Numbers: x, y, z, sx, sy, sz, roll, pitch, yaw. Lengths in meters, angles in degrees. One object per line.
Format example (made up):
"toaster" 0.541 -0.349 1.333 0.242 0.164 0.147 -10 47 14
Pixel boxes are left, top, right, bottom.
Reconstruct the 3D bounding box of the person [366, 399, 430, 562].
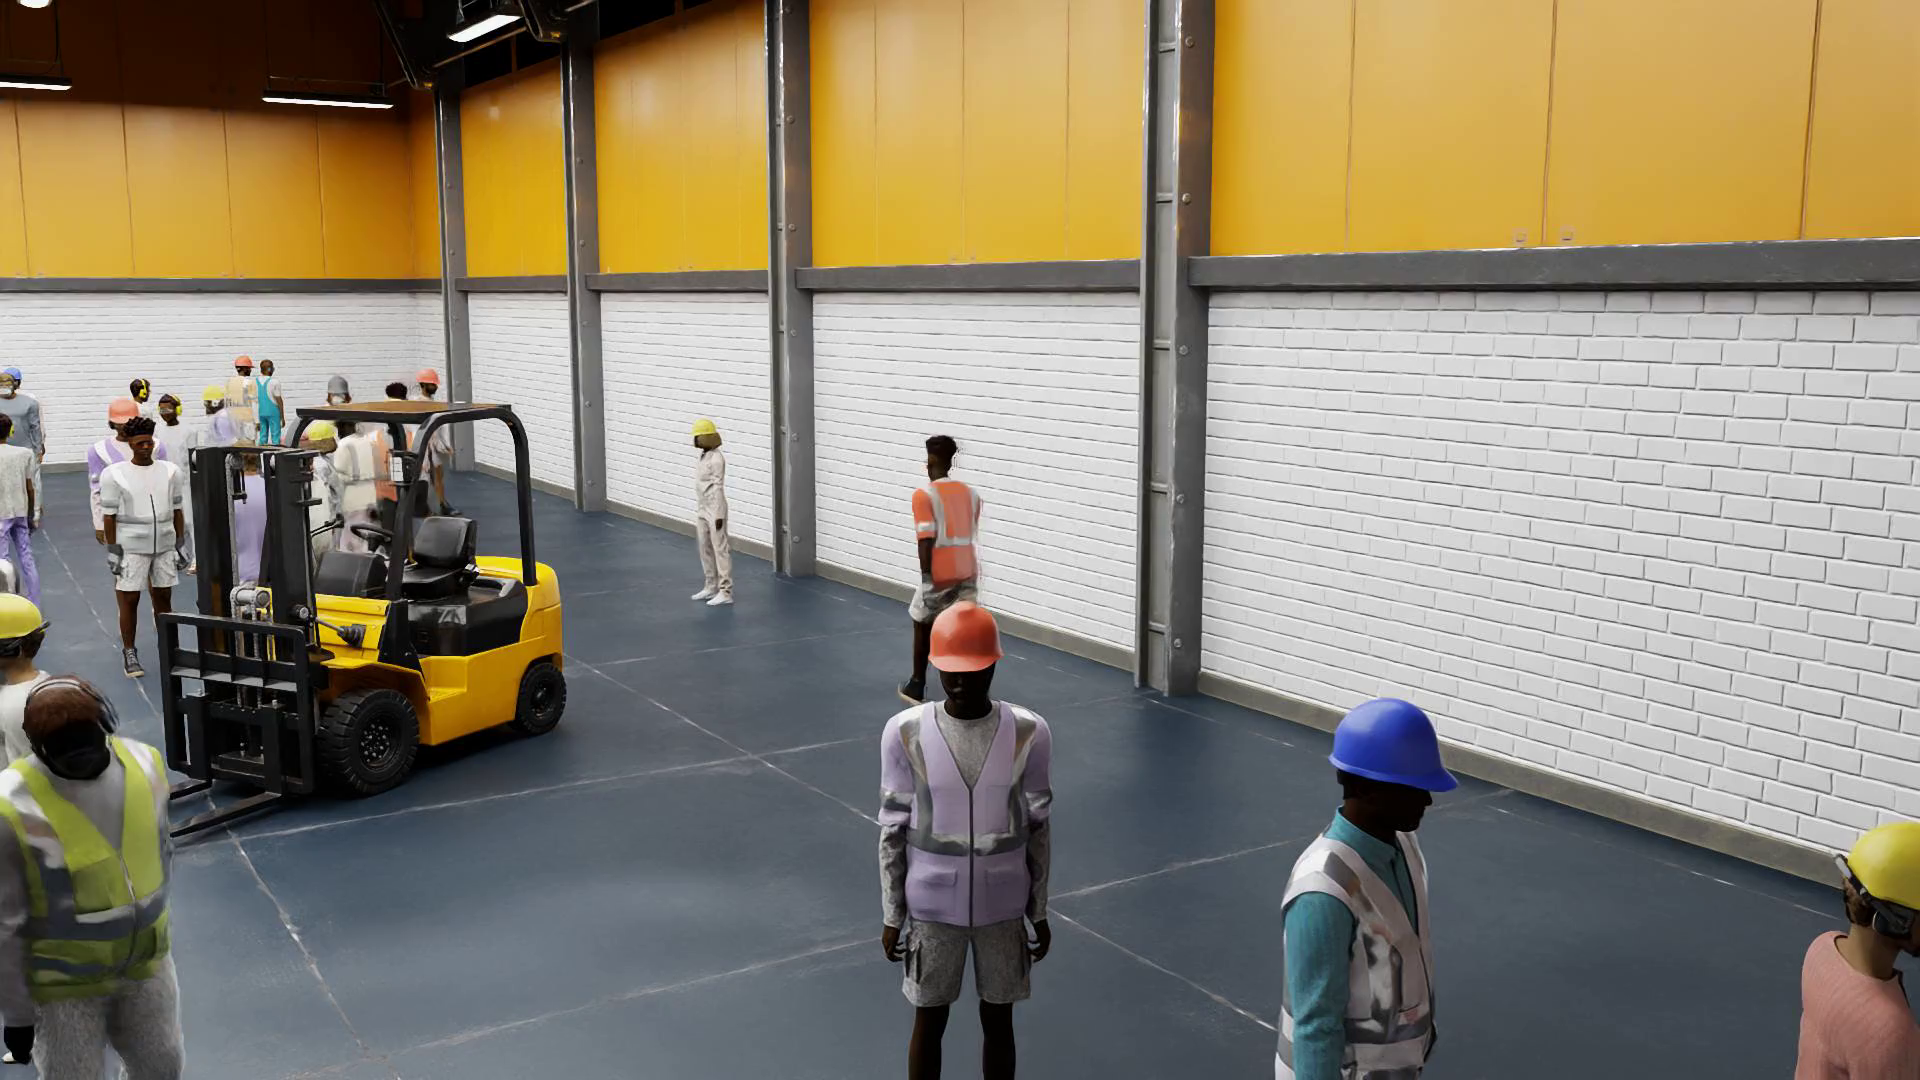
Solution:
"person" -5.397 -0.419 15.981 0.598 1.867 0.988 -4 9 -23

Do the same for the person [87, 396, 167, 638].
"person" -6.922 -0.188 13.923 0.612 2.030 0.403 -6 10 -36

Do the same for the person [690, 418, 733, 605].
"person" -2.320 -0.267 15.427 0.329 1.741 0.506 -5 10 -31

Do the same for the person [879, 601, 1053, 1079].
"person" 0.023 1.144 5.235 0.552 1.936 0.358 -1 8 -4

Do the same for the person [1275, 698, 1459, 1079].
"person" 0.969 1.325 4.038 0.411 1.939 0.601 5 10 31

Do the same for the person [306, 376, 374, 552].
"person" -6.832 -0.858 18.384 0.703 2.000 1.036 -3 9 -21

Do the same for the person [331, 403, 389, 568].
"person" -5.576 -0.342 15.516 0.881 1.872 0.615 1 9 7

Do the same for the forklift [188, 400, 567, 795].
"forklift" -3.529 0.258 10.348 1.214 2.155 2.313 4 9 25

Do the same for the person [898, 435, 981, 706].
"person" -0.114 0.239 11.398 0.633 1.906 0.937 -7 11 -39

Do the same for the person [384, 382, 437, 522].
"person" -6.146 -0.806 18.543 1.016 1.905 0.625 3 9 19

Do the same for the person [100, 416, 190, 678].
"person" -6.149 0.040 12.584 0.370 1.965 0.608 8 11 42

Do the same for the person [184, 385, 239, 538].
"person" -8.762 -0.902 19.476 0.838 1.795 0.628 -3 9 -22

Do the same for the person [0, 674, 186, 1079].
"person" -2.574 1.262 4.901 0.470 1.804 0.651 5 10 29

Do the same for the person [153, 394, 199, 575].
"person" -8.009 -0.564 17.022 0.511 1.862 0.324 1 8 6

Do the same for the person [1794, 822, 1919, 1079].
"person" 1.992 1.467 3.682 0.344 1.756 0.532 2 9 13

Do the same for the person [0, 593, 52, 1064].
"person" -3.526 1.074 6.288 0.312 1.769 0.522 -4 9 -23

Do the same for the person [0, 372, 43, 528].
"person" -11.542 -1.081 20.277 0.636 1.930 0.371 -4 9 -27

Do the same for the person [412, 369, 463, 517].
"person" -6.662 -1.220 21.237 0.810 1.909 0.553 1 8 4

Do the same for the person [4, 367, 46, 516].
"person" -12.085 -1.247 21.367 0.604 1.939 0.414 -6 10 -34

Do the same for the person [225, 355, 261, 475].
"person" -10.946 -1.857 25.474 0.551 1.933 0.368 3 9 17

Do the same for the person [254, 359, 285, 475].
"person" -10.949 -1.942 26.371 0.504 1.840 0.345 1 9 8

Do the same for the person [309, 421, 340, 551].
"person" -5.662 -0.189 14.865 0.282 1.746 0.493 -4 10 -27

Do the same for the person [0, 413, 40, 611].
"person" -8.230 -0.175 14.354 0.326 1.874 0.519 4 9 27
